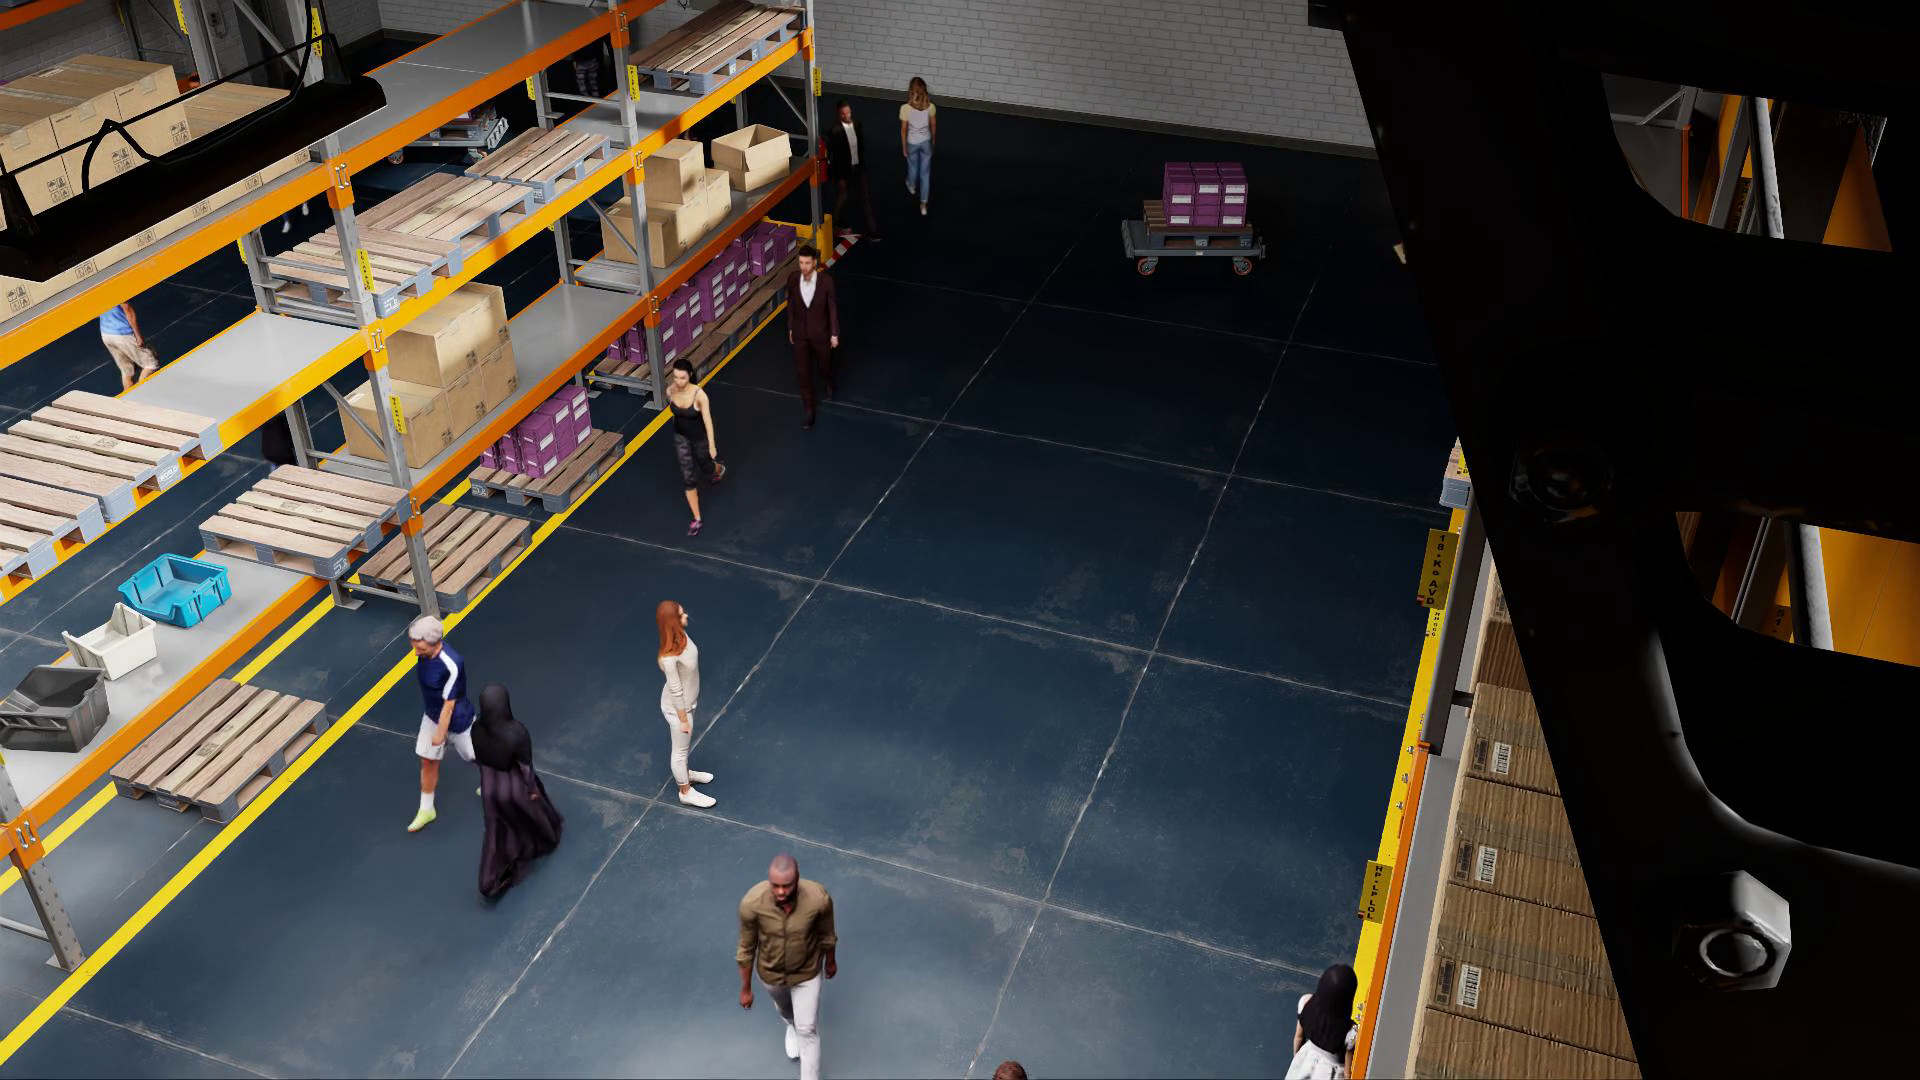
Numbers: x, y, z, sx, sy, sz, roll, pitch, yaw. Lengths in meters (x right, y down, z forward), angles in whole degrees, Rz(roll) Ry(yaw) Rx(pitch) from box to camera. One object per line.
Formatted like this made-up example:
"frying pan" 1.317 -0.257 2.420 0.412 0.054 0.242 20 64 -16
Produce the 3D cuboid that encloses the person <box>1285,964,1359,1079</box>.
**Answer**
"person" 1.965 2.974 9.050 0.793 1.769 0.772 -26 41 -33

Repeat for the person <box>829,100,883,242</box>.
"person" -1.417 -4.510 20.334 1.222 1.742 1.143 -27 42 -35

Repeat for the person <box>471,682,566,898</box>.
"person" -3.079 1.685 11.139 0.613 1.603 1.074 11 35 16

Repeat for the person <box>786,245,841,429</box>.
"person" -1.458 -2.090 16.601 0.827 1.843 1.138 5 34 7

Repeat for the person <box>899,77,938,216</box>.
"person" -0.492 -4.946 21.061 1.013 1.664 1.244 -5 34 -8

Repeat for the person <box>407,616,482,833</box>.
"person" -3.509 1.217 11.680 0.831 1.784 1.141 26 42 33

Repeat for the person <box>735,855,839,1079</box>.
"person" -1.005 2.468 9.801 1.008 1.781 1.265 -1 34 -1

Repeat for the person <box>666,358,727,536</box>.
"person" -2.369 -0.933 15.014 0.656 1.675 1.134 8 35 12

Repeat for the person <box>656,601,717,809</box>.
"person" -2.002 1.151 11.842 0.732 1.715 0.617 -2 34 -3
